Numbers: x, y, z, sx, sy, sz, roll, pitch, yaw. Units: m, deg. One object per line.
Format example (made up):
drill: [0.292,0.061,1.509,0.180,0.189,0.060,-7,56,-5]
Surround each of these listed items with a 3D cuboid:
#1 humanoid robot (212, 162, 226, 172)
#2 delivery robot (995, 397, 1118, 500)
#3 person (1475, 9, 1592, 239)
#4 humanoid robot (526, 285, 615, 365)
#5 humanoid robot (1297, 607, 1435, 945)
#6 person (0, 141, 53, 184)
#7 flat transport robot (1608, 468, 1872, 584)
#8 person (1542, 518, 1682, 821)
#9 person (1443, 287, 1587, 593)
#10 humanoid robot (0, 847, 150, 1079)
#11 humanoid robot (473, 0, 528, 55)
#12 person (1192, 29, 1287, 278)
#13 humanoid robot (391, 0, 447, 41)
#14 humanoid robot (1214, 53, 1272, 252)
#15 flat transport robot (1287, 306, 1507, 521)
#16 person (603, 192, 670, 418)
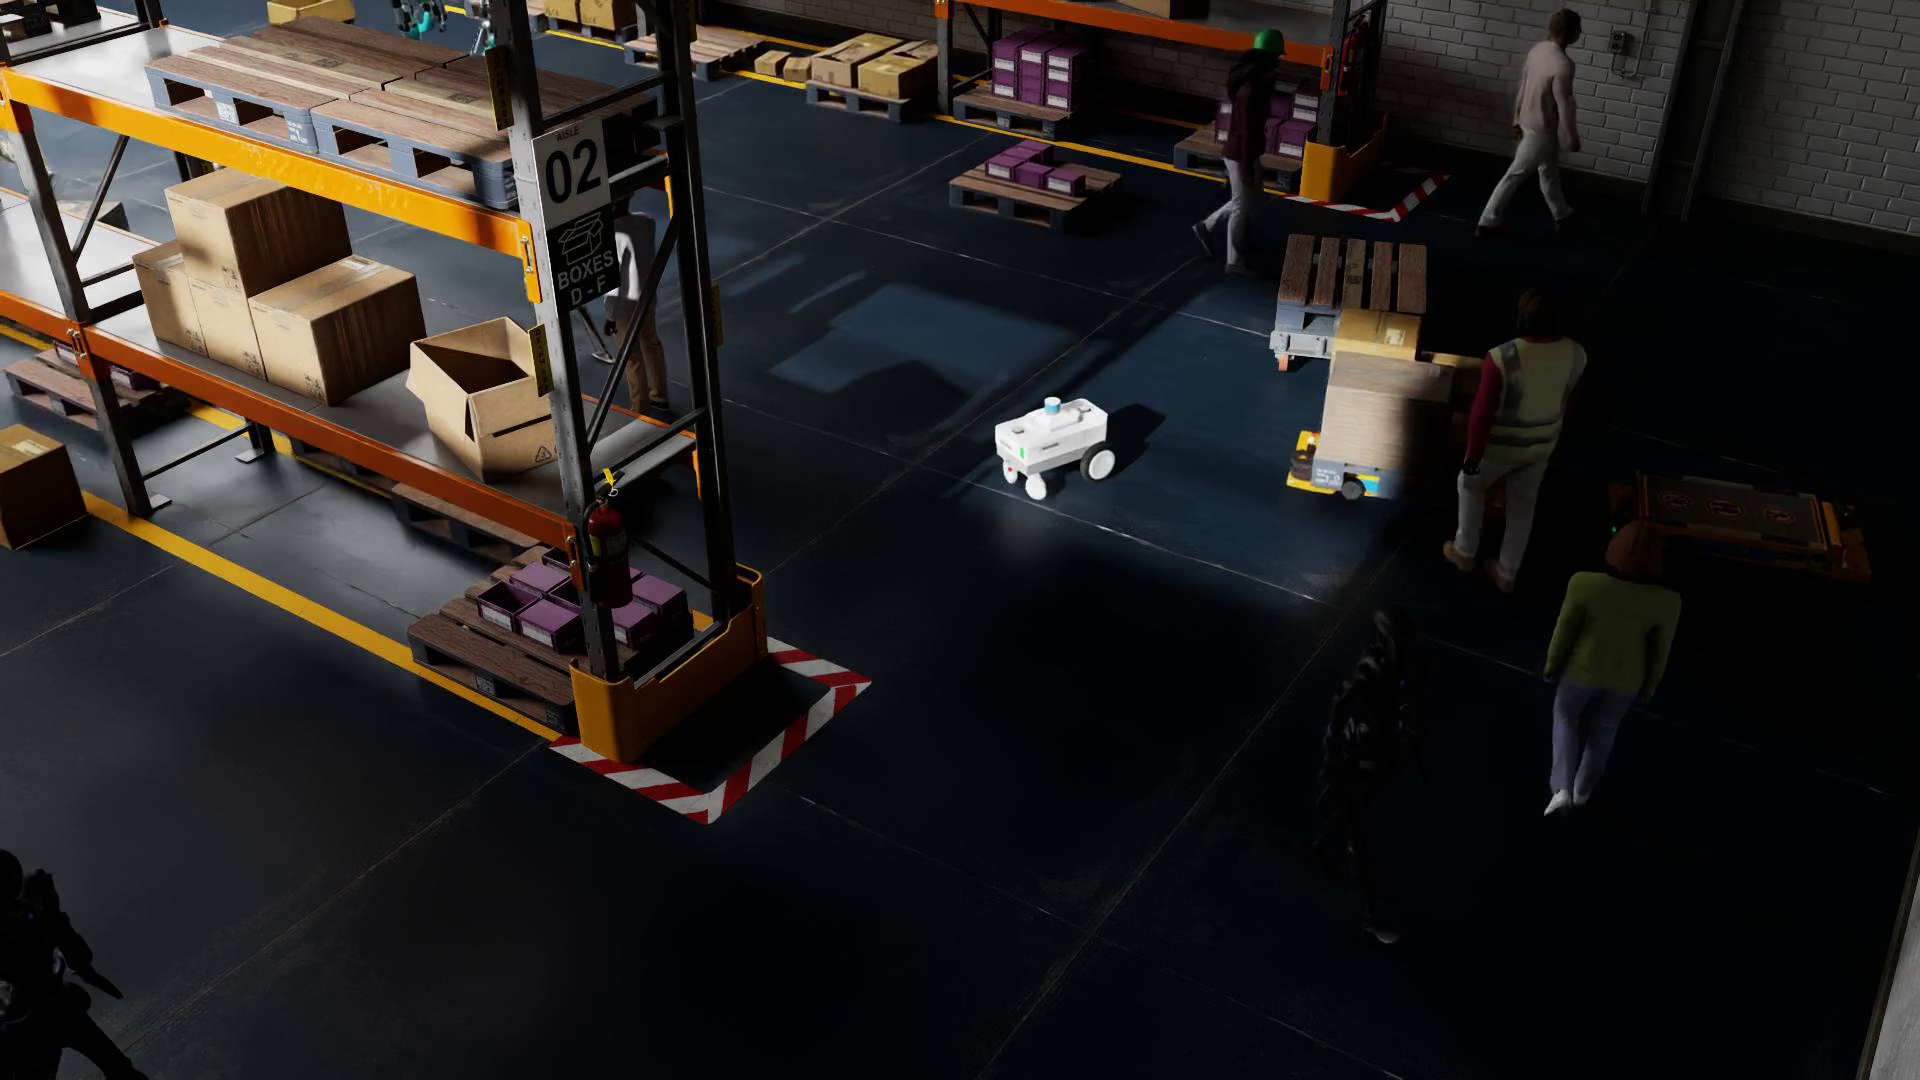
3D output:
humanoid robot: [-4.678,-2.021,11.660,0.790,1.800,0.534,11,35,16]
delivery robot: [0.615,-0.622,10.582,0.783,0.611,0.519,-19,38,-27]
person: [4.815,-3.367,13.568,1.029,1.882,0.638,0,33,0]
humanoid robot: [-2.863,-2.111,11.787,0.873,1.783,0.550,24,40,32]
humanoid robot: [1.790,0.960,7.138,0.591,1.631,0.776,-19,38,-27]
person: [-8.401,-3.665,14.183,0.791,1.701,0.569,-7,34,-11]
flat transport robot: [4.671,-0.092,10.015,1.431,0.231,0.659,10,34,15]
person: [2.957,0.640,7.648,0.511,1.614,0.504,11,34,16]
person: [3.070,-0.588,9.353,0.649,1.821,0.635,-7,34,-11]
humanoid robot: [-3.258,1.718,5.971,0.749,1.627,0.589,0,33,1]
humanoid robot: [-4.419,-4.671,15.727,0.530,1.795,0.799,13,35,19]
person: [2.184,-3.015,12.999,0.554,1.919,0.590,11,35,17]
humanoid robot: [-5.482,-5.250,16.643,0.549,1.781,1.016,-23,40,-31]
humanoid robot: [2.236,-3.119,13.385,0.503,1.647,0.604,7,34,10]
flat transport robot: [2.845,-0.454,10.571,1.431,0.231,0.659,10,34,15]
person: [-2.187,-1.583,10.944,0.341,1.748,0.571,14,35,20]
